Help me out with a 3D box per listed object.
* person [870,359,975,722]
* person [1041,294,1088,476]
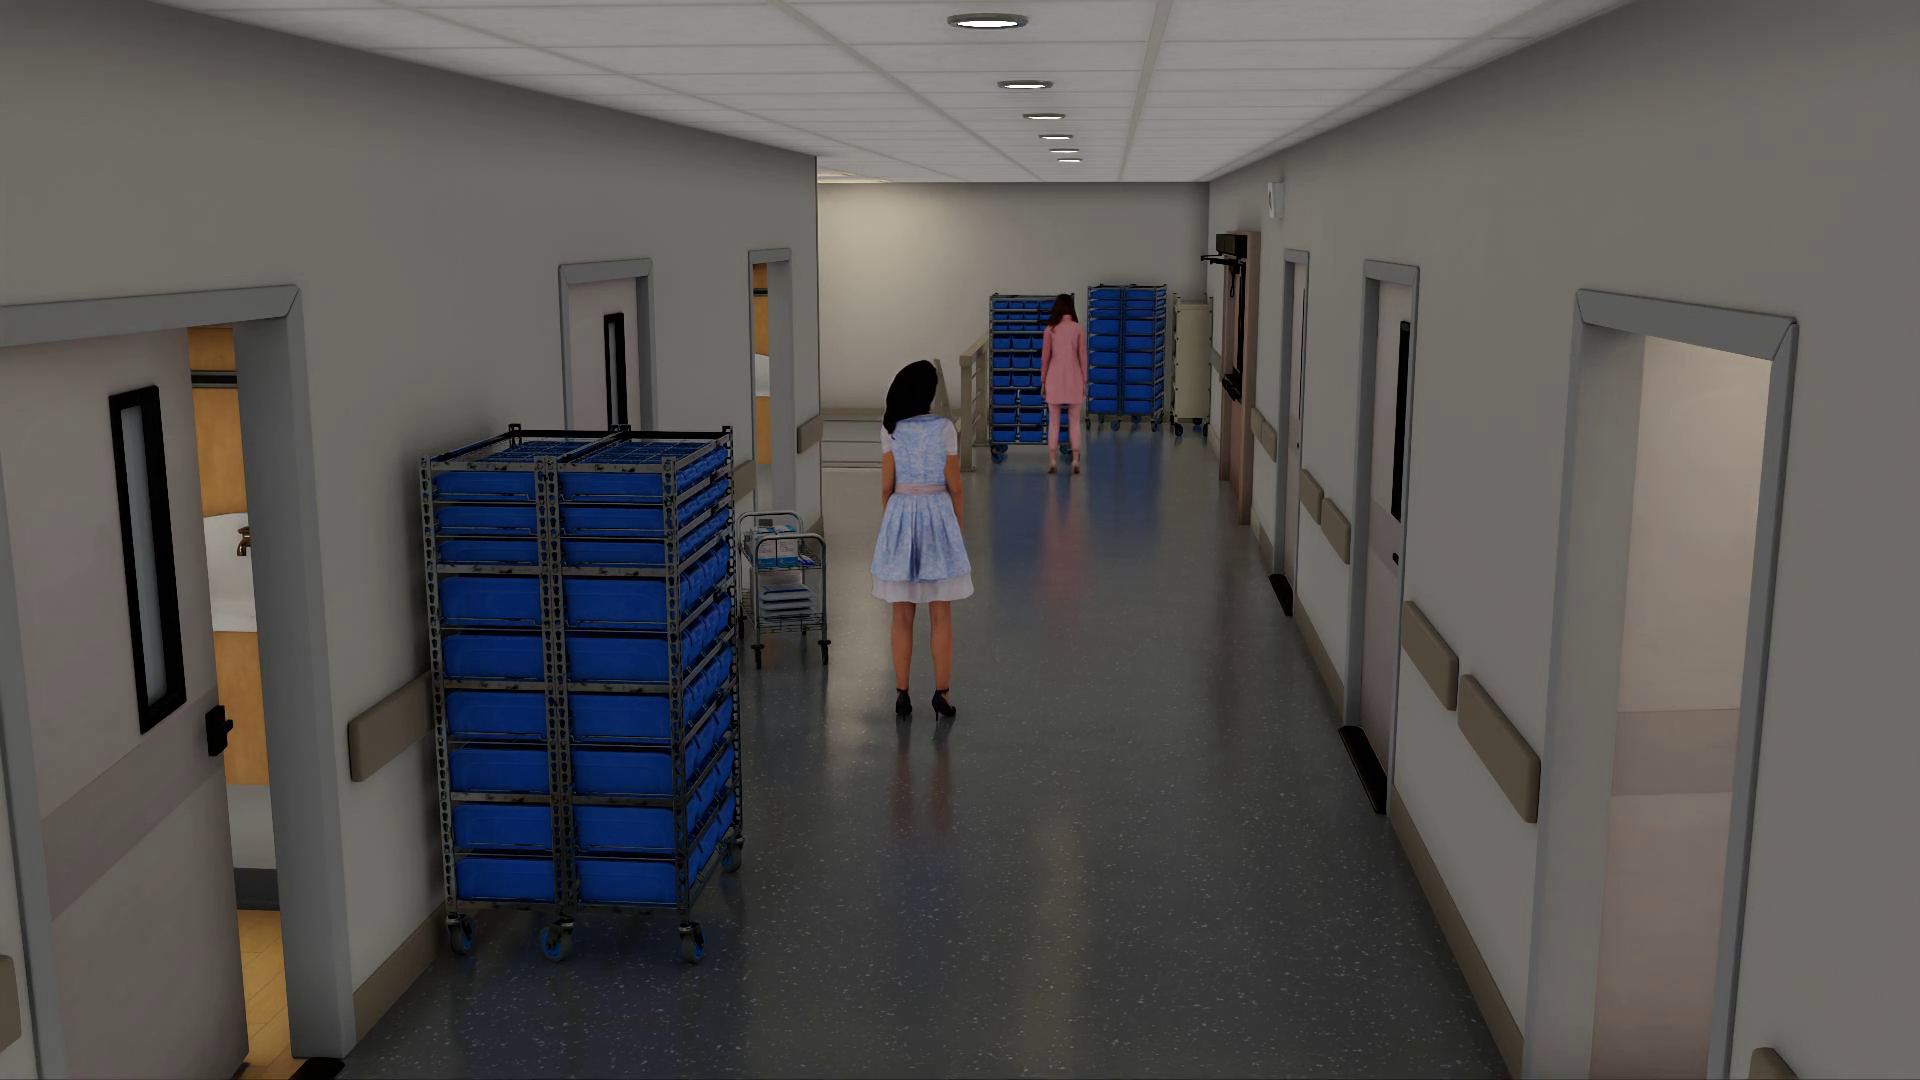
[{"bbox_3d":[-0.192,0.007,8.327,0.708,1.818,0.731,2,11,10],"label":"person"},{"bbox_3d":[1.035,-1.552,16.592,0.621,1.799,0.523,0,11,2],"label":"person"}]
